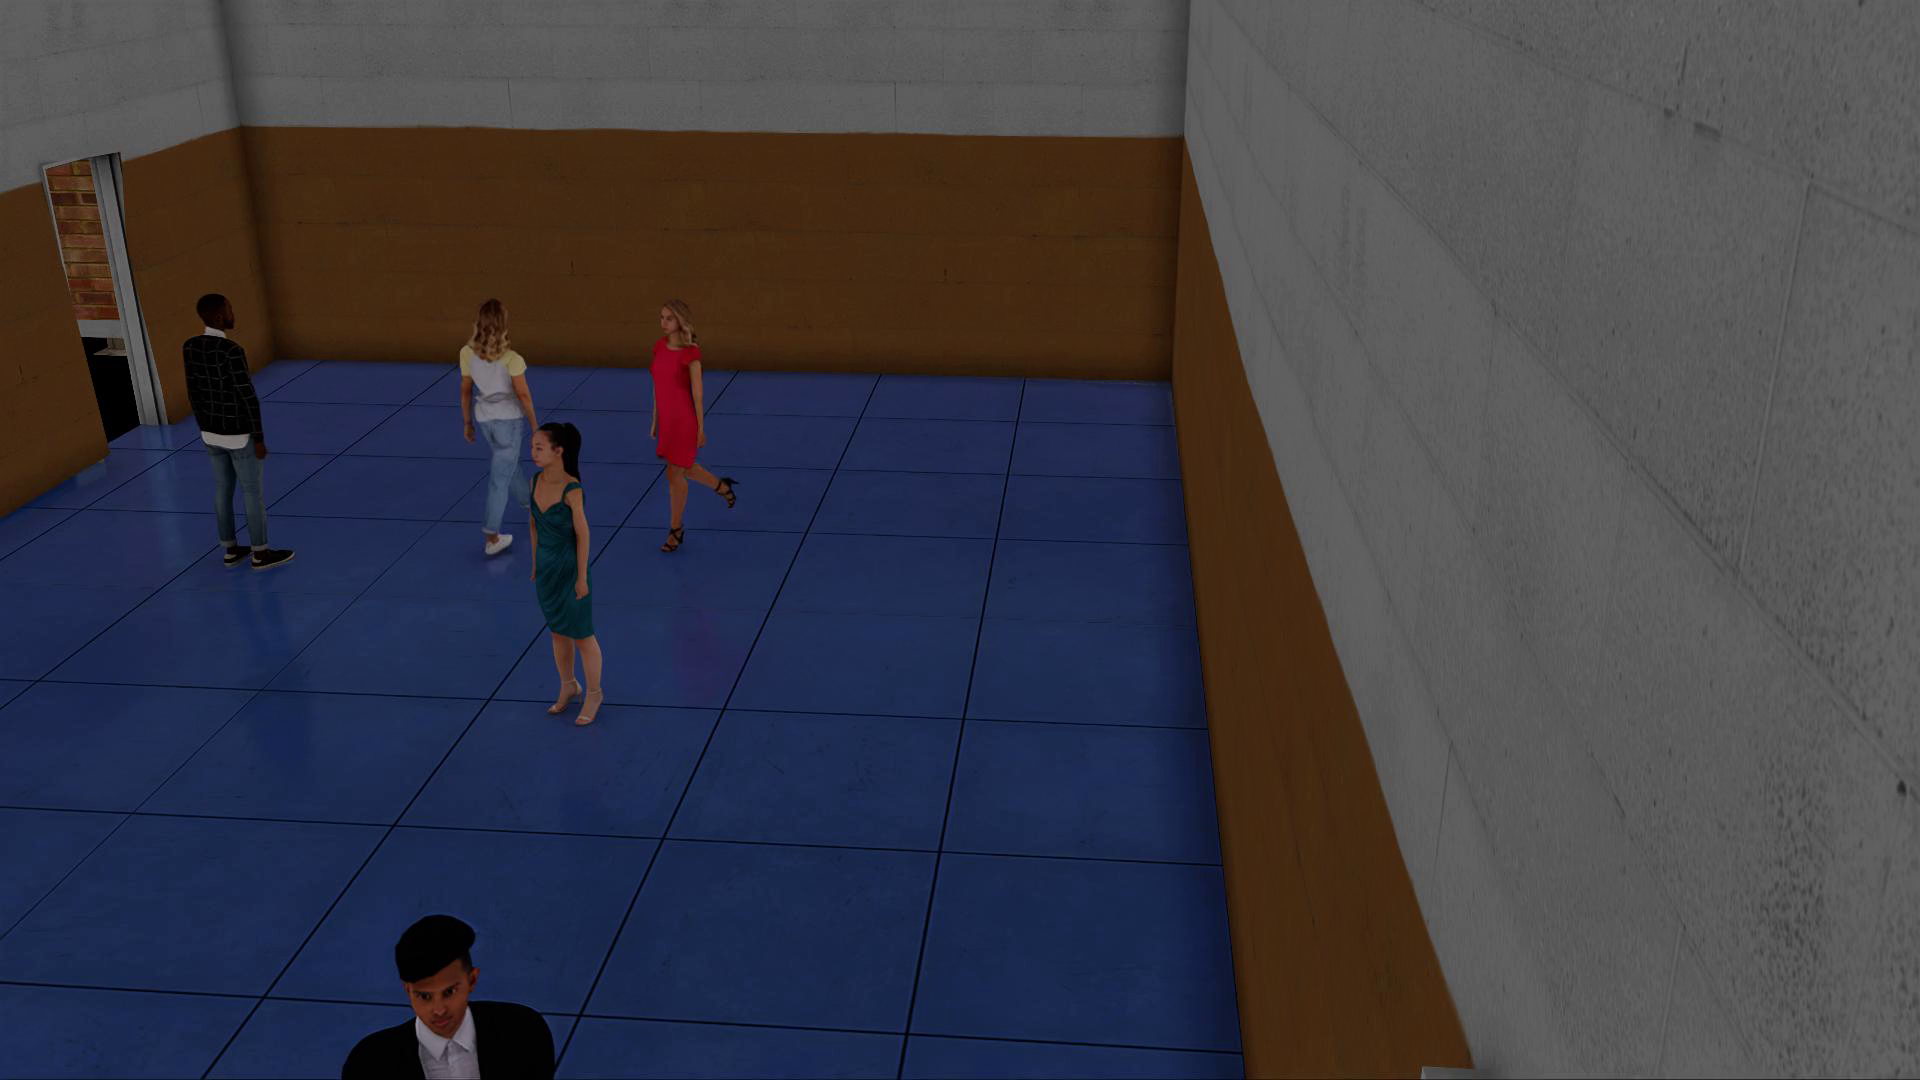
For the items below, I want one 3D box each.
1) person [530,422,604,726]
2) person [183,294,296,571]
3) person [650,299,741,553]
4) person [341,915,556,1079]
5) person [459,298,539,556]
[{"bbox_3d":[-2.099,0.184,8.820,0.579,1.688,0.688,16,27,34],"label":"person"},{"bbox_3d":[-4.772,-0.700,10.841,0.607,1.819,0.781,8,23,20],"label":"person"},{"bbox_3d":[-1.832,-0.800,11.254,0.979,1.699,0.996,20,29,40],"label":"person"},{"bbox_3d":[-1.318,1.815,4.497,0.674,1.884,0.831,-9,23,-20],"label":"person"},{"bbox_3d":[-3.095,-0.713,11.024,1.073,1.693,0.886,8,23,18],"label":"person"}]
